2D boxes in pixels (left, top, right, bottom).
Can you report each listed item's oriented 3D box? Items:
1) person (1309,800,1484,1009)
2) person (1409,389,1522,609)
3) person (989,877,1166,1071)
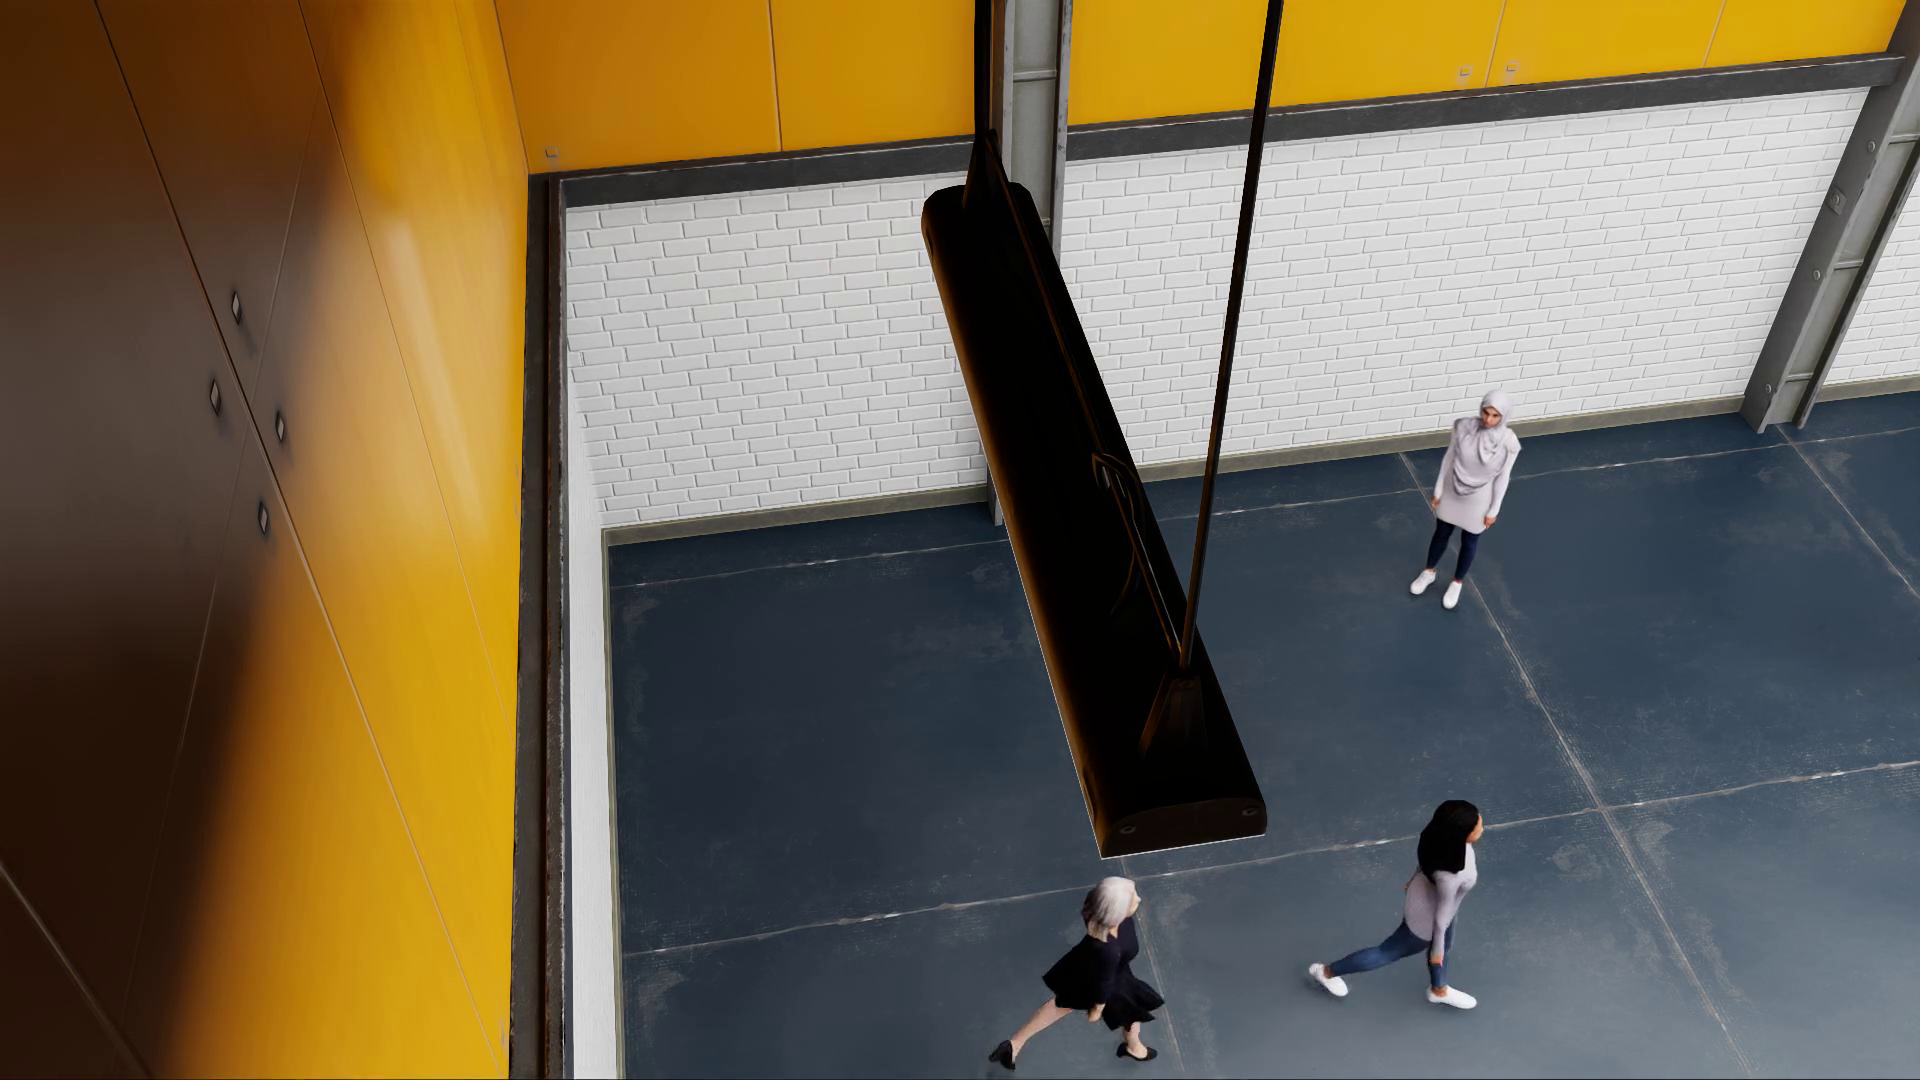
[{"bbox_3d":[2.337,1.942,8.709,1.236,1.699,0.920,8,44,9],"label":"person"},{"bbox_3d":[3.370,-0.226,11.061,0.679,1.593,0.729,29,51,27],"label":"person"},{"bbox_3d":[0.620,2.232,8.398,1.149,1.707,0.617,-9,44,-9],"label":"person"}]
